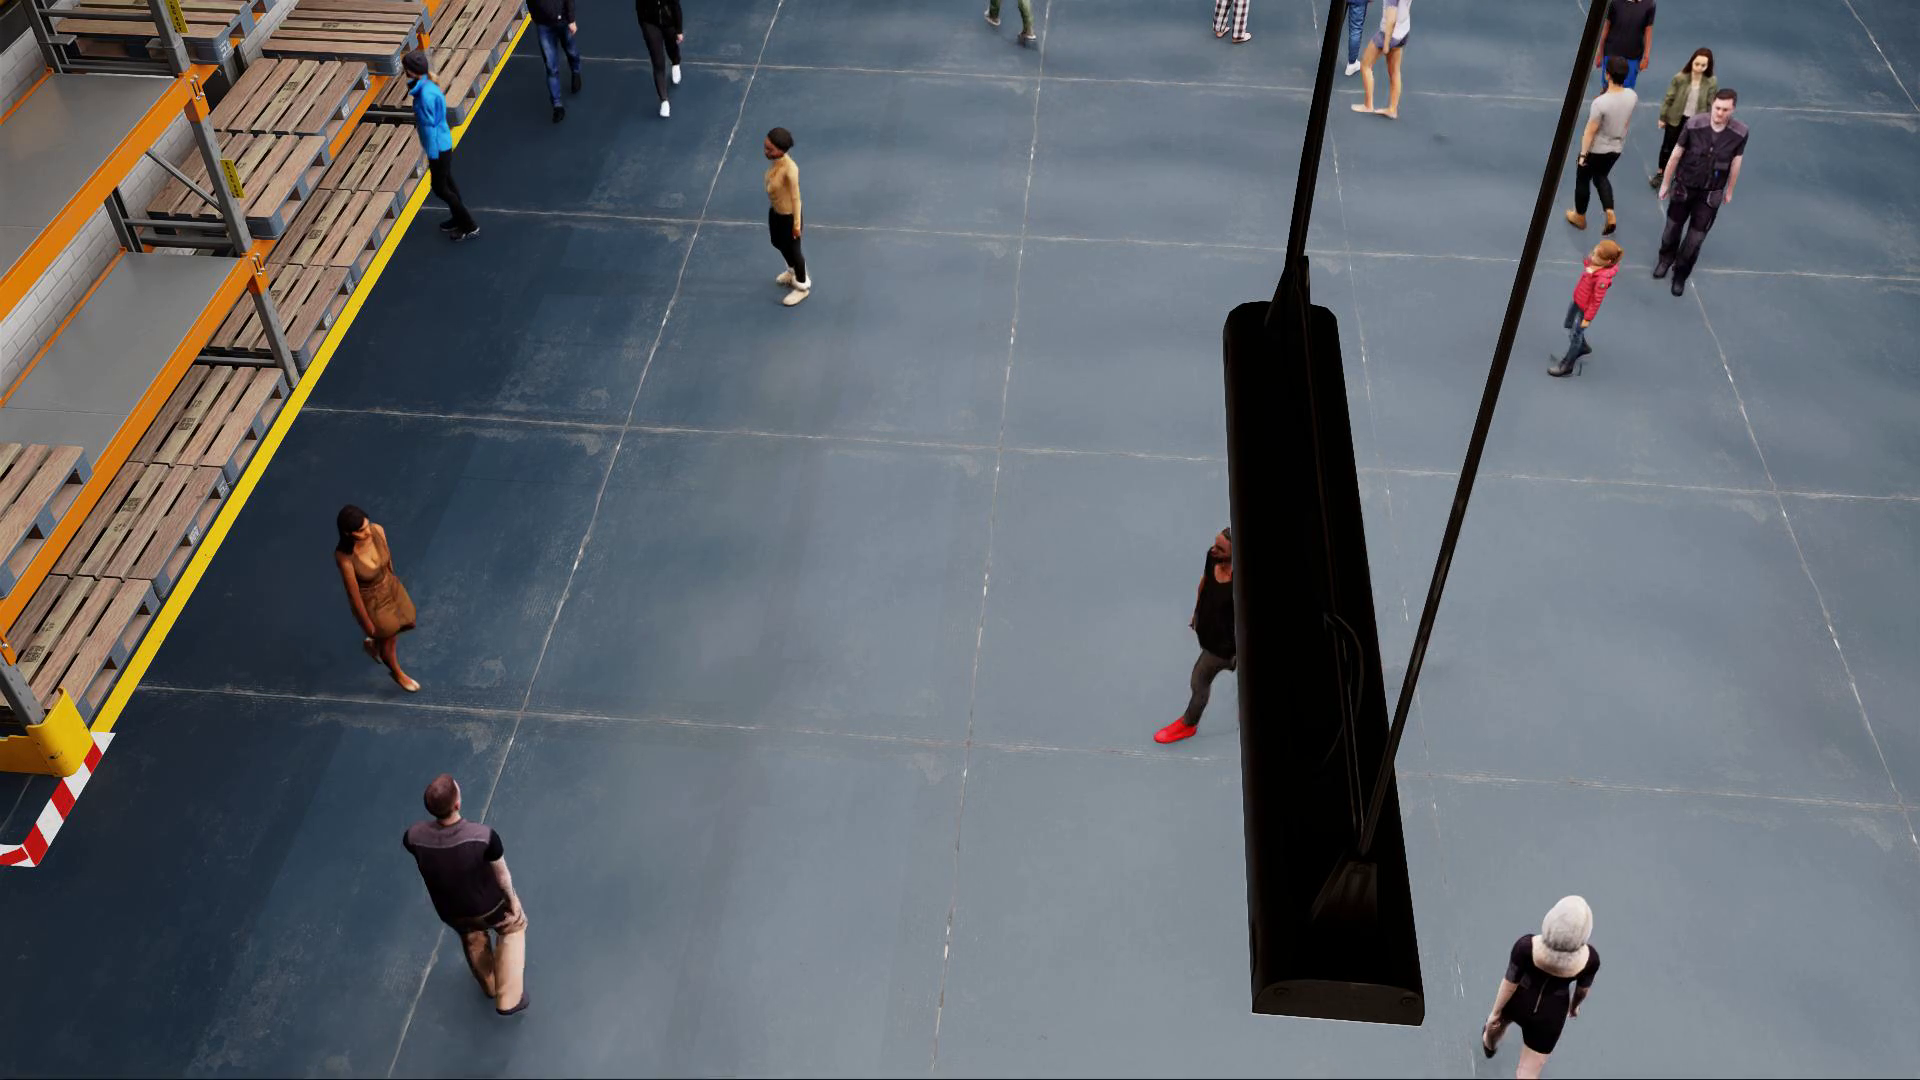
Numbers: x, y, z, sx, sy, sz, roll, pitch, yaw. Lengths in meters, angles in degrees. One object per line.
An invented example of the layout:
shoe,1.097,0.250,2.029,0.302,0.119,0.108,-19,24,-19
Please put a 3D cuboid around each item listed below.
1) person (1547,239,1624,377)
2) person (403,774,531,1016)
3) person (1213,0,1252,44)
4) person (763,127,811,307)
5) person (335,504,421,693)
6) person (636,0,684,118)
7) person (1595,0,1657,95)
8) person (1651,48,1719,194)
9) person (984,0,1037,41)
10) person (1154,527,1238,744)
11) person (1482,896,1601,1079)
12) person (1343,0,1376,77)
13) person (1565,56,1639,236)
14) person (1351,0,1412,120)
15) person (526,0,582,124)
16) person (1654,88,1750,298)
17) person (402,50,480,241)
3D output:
person,5.046,-1.901,13.387,0.641,1.305,0.593,4,44,4
person,-2.647,1.991,8.927,0.696,1.823,0.766,1,44,1
person,2.931,-6.143,17.448,0.706,1.846,0.733,31,52,29
person,-1.457,-2.757,14.032,0.819,1.656,0.732,-20,47,-19
person,-3.833,0.365,10.744,0.767,1.669,0.751,16,46,16
person,-2.951,-5.127,16.521,0.737,1.654,1.141,-3,44,-3
person,6.402,-4.719,16.009,0.847,1.768,0.948,19,47,19
person,6.699,-3.889,15.362,0.675,1.459,0.701,17,46,17
person,0.586,-6.059,17.524,0.961,1.619,1.172,-20,47,-20
person,1.722,0.571,10.450,1.041,1.776,1.179,-13,45,-14
person,2.901,2.486,8.435,0.736,1.784,1.196,11,45,12
person,3.996,-5.629,16.933,0.746,1.811,0.694,17,46,17
person,5.713,-3.417,14.697,0.806,1.694,0.954,-8,44,-8
person,4.296,-4.898,16.235,0.816,1.716,0.758,32,52,29
person,-3.979,-5.169,16.432,0.832,1.836,1.280,-3,44,-3
person,6.314,-3.054,14.216,0.887,1.831,0.937,19,47,19
person,-4.576,-3.463,14.675,0.780,1.791,0.648,-10,44,-10
